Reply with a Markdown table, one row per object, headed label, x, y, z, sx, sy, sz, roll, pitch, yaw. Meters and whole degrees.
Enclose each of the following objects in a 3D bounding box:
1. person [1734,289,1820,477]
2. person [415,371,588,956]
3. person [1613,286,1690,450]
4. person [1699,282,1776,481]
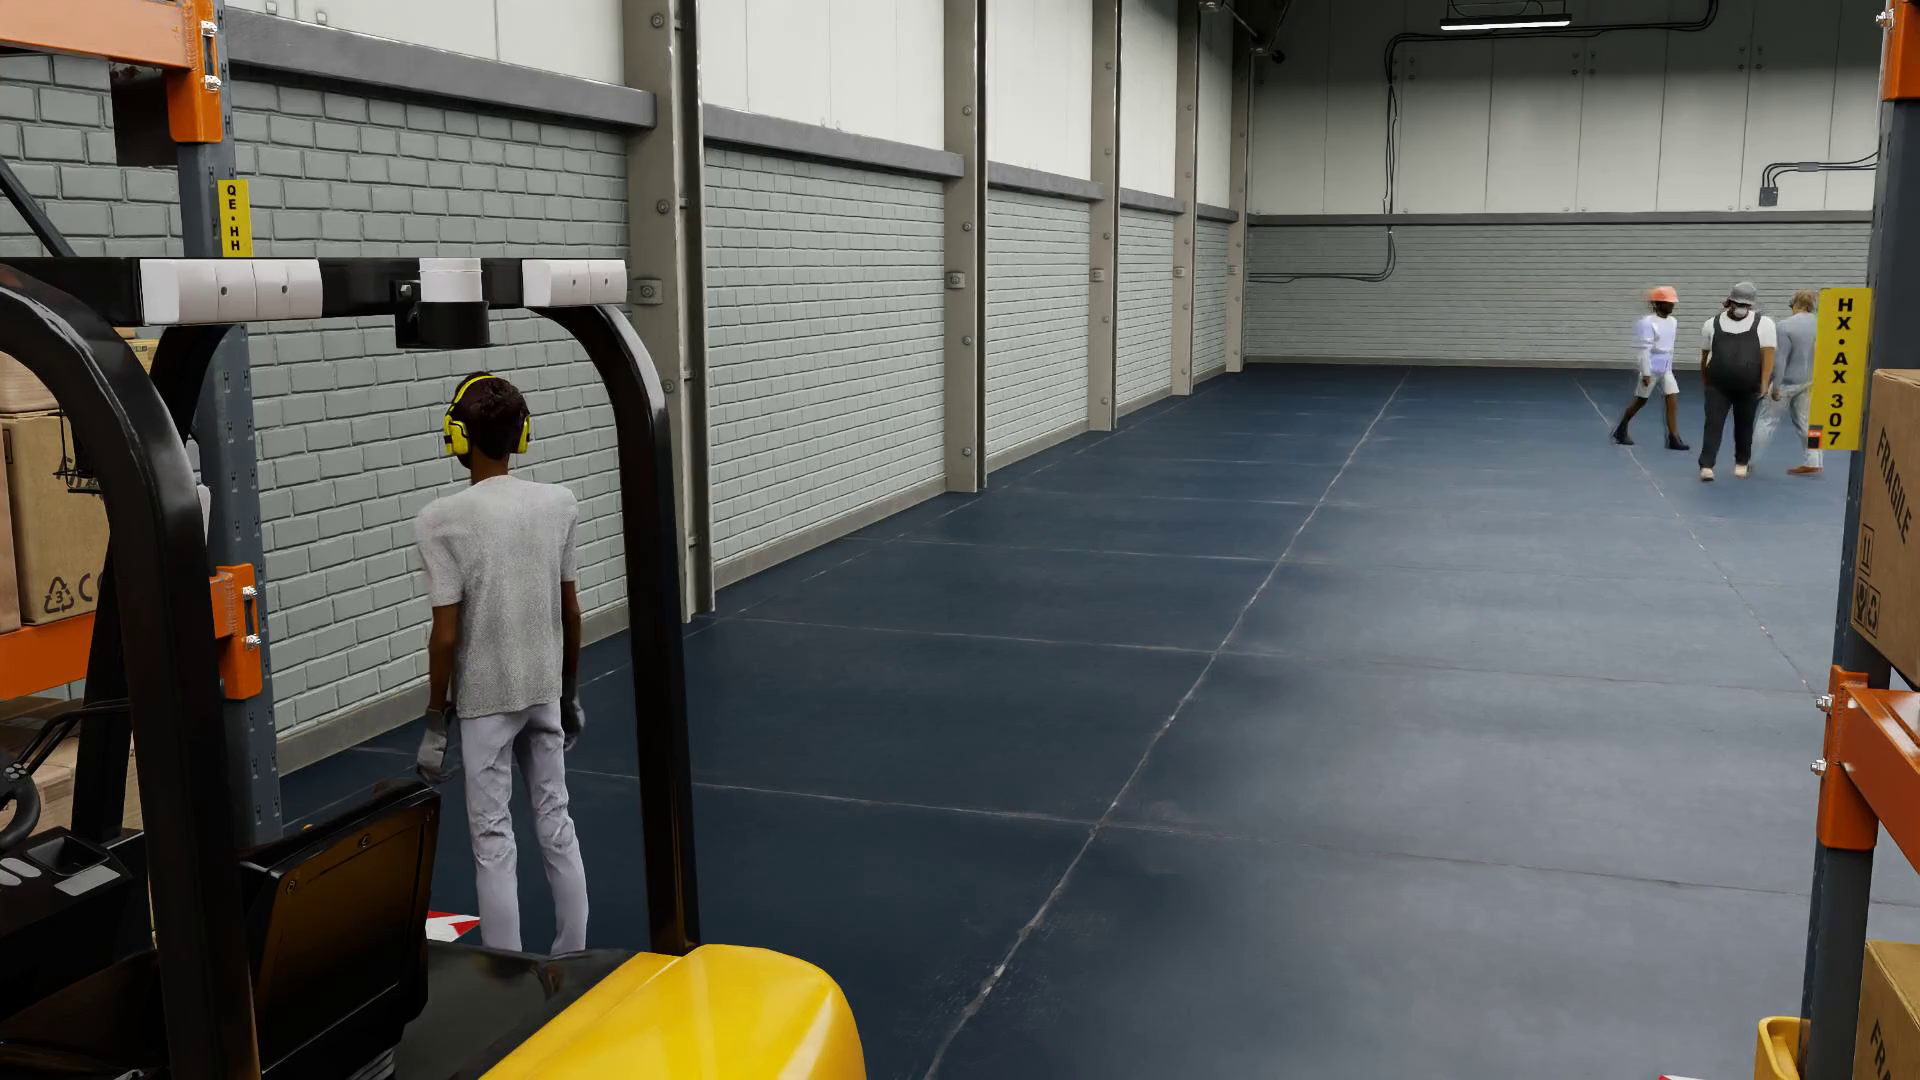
| label | x | y | z | sx | sy | sz | roll | pitch | yaw |
| --- | --- | --- | --- | --- | --- | --- | --- | --- | --- |
| person | 8.396 | -1.596 | 16.902 | 0.655 | 1.888 | 0.733 | -3 | 10 | -20 |
| person | -1.281 | 0.468 | 4.657 | 0.331 | 1.874 | 0.519 | 9 | 13 | 42 |
| person | 8.083 | -2.014 | 19.398 | 0.560 | 1.897 | 0.987 | -4 | 10 | -24 |
| person | 7.722 | -1.614 | 16.552 | 0.682 | 2.000 | 0.961 | 5 | 11 | 25 |
